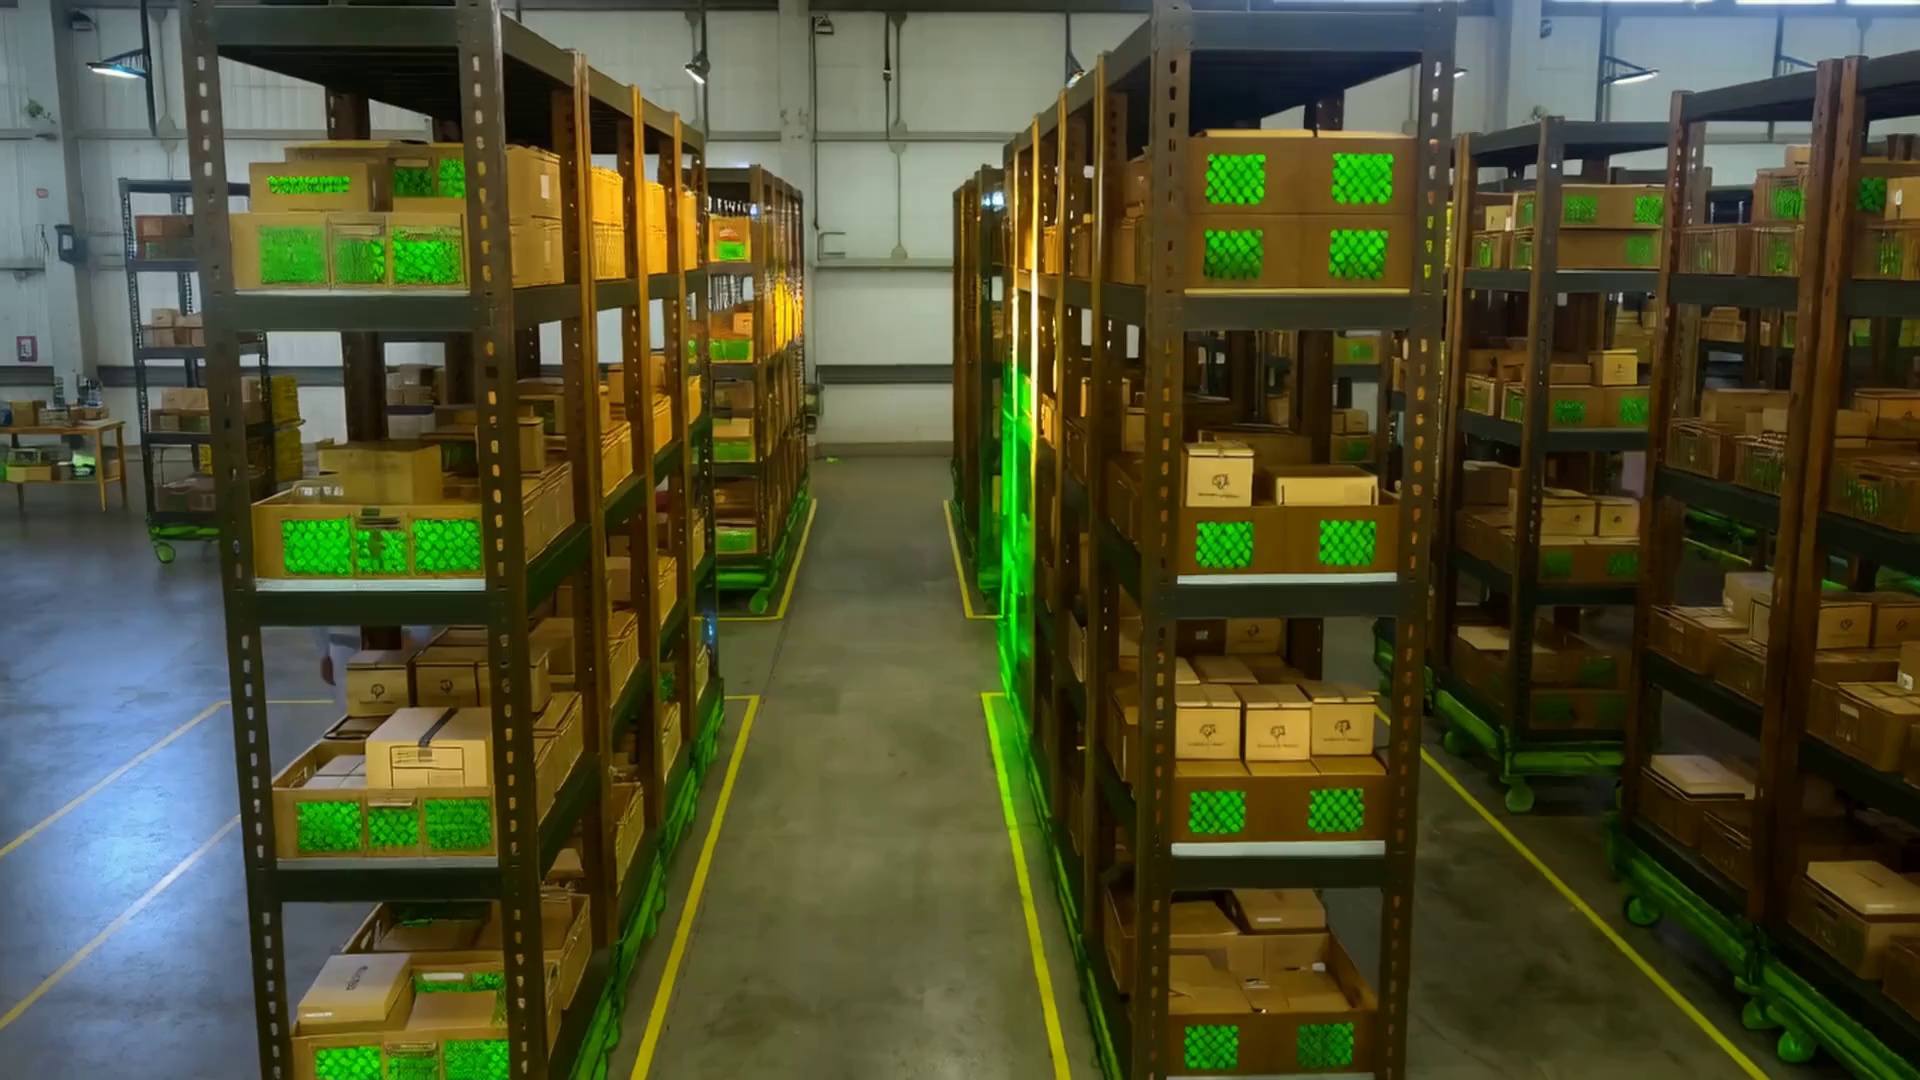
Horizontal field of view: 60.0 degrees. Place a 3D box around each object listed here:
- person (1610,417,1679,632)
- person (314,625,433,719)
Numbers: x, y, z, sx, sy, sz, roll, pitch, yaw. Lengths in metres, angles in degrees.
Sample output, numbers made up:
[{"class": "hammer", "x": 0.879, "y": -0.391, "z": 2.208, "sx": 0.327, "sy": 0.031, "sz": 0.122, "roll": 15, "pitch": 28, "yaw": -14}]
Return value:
[{"class": "person", "x": 5.264, "y": -0.167, "z": 12.750, "sx": 0.432, "sy": 1.819, "sz": 0.617, "roll": -2, "pitch": 10, "yaw": -10}, {"class": "person", "x": -2.903, "y": 0.575, "z": 8.203, "sx": 0.626, "sy": 1.933, "sz": 0.655, "roll": 1, "pitch": 10, "yaw": 7}]
